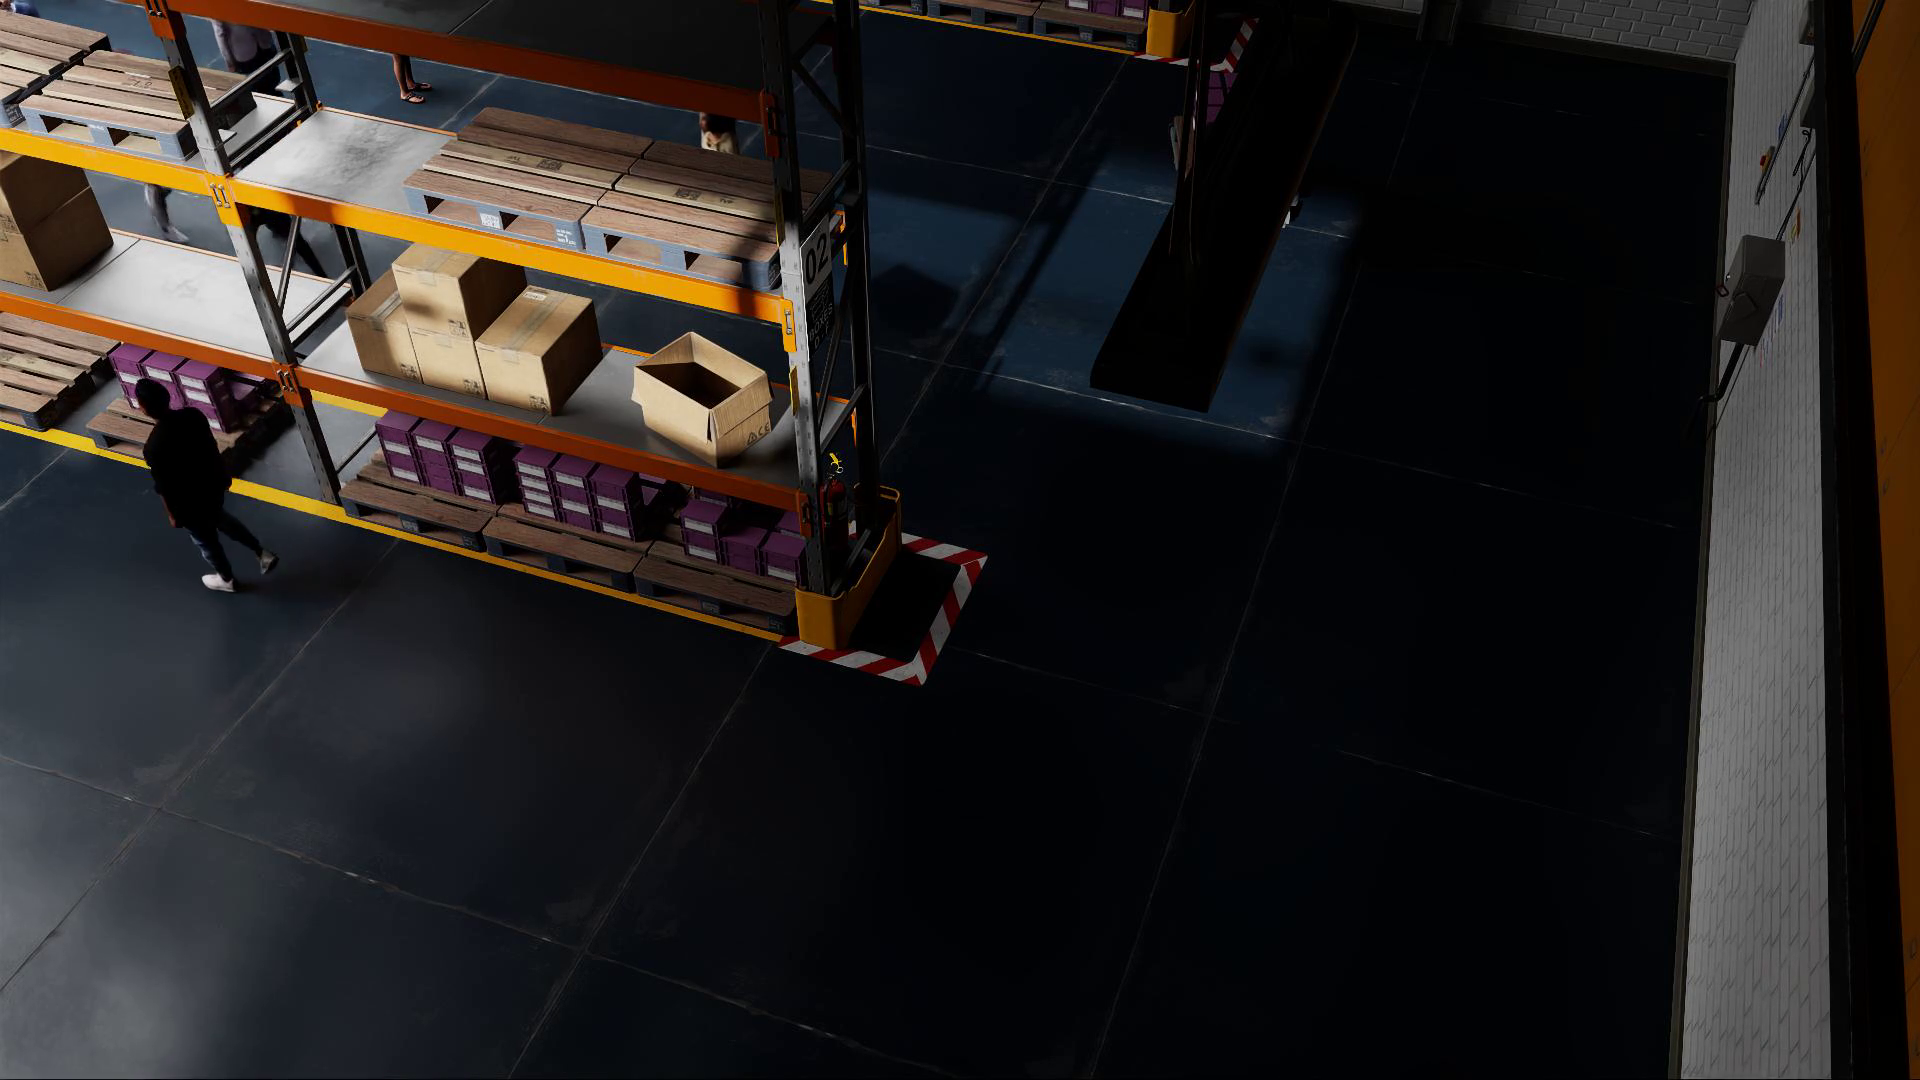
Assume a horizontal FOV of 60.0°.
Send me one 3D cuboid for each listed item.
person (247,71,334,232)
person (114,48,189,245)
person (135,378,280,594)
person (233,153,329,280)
[{"bbox_3d":[-6.074,-3.350,14.566,1.048,1.566,0.617,13,45,14],"label":"person"},{"bbox_3d":[-7.158,-3.479,14.531,0.808,1.802,0.822,26,49,25],"label":"person"},{"bbox_3d":[-5.076,-0.319,11.217,0.834,1.797,0.726,11,45,11],"label":"person"},{"bbox_3d":[-5.764,-2.790,13.867,1.242,1.719,0.928,-2,44,-2],"label":"person"}]
